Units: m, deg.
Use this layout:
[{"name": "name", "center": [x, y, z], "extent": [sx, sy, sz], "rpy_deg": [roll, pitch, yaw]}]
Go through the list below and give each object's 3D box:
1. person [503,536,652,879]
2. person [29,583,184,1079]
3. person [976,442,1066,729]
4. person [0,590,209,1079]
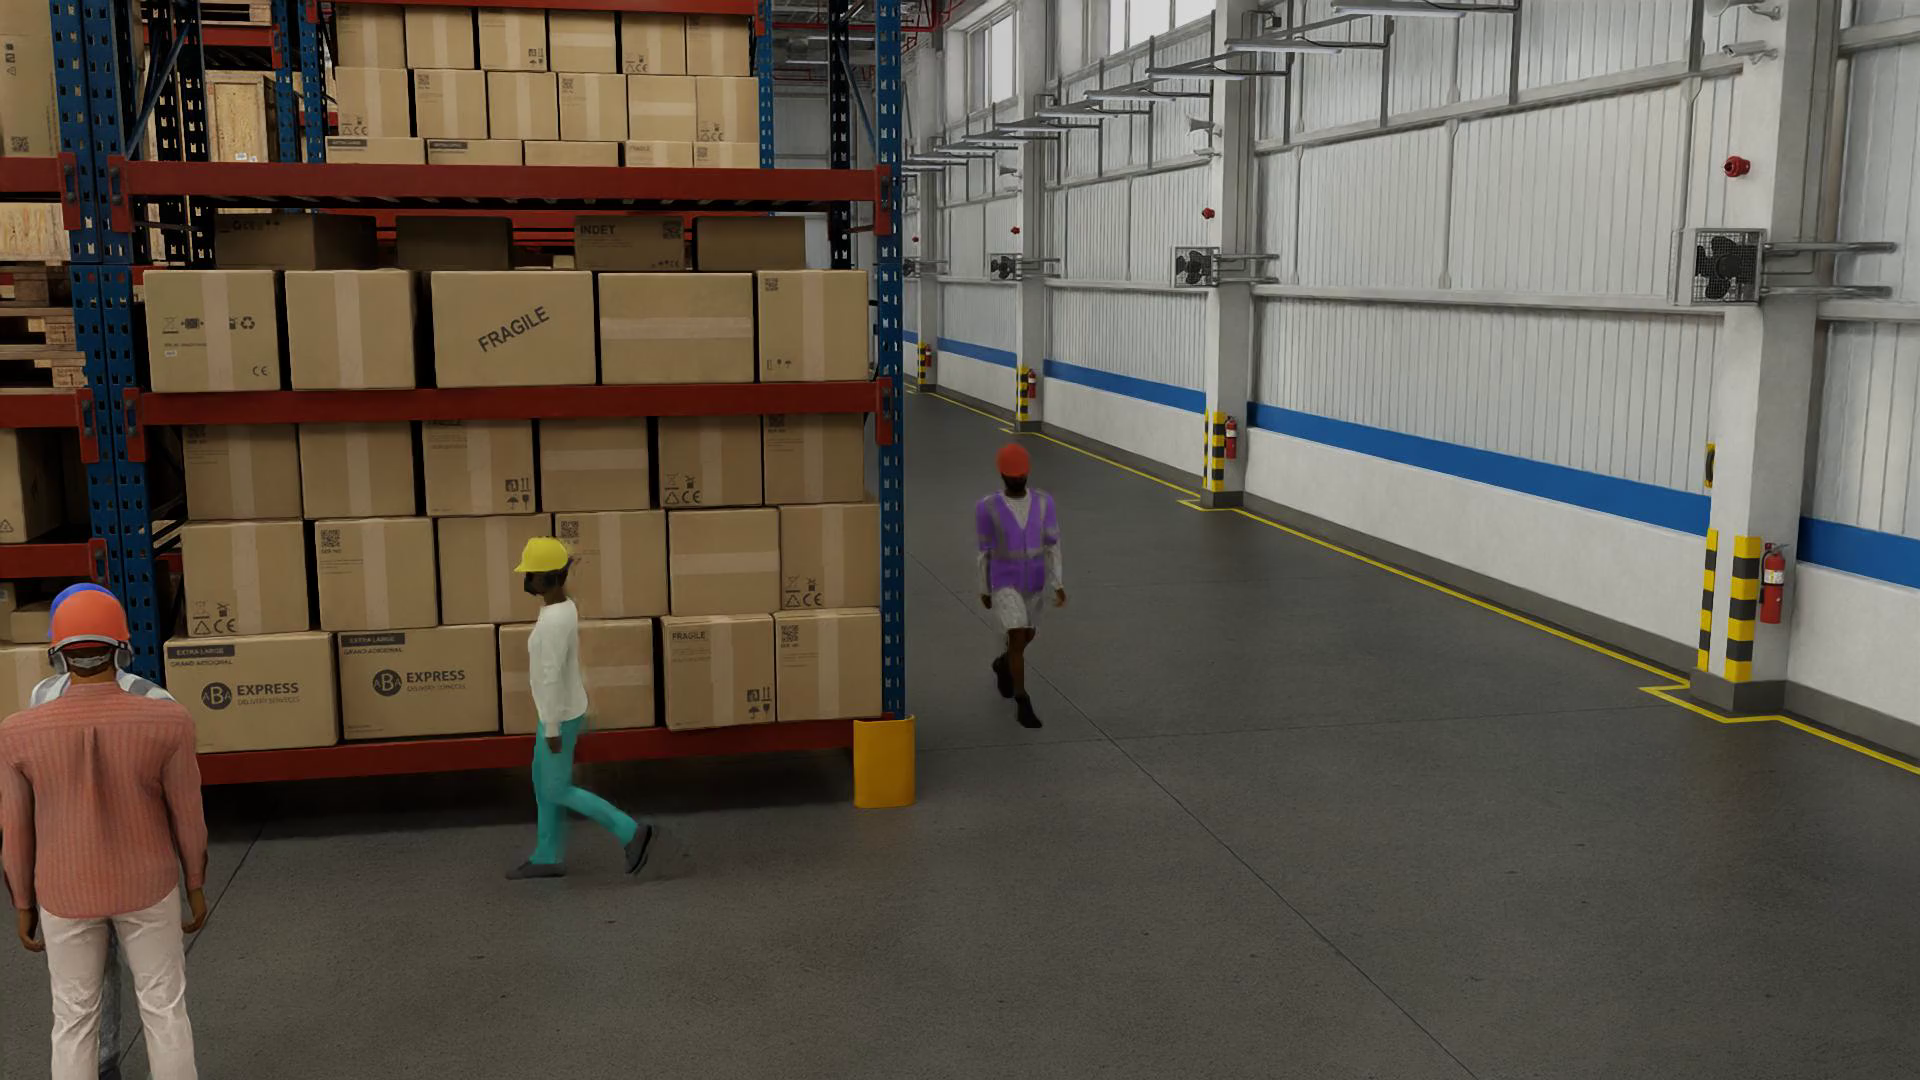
[{"name": "person", "center": [-1.906, 0.839, 8.140], "extent": [0.673, 1.748, 0.534], "rpy_deg": [-1, 9, -9]}, {"name": "person", "center": [-3.017, 1.107, 5.878], "extent": [0.613, 1.949, 0.380], "rpy_deg": [2, 10, 15]}, {"name": "person", "center": [0.361, 0.254, 11.268], "extent": [0.562, 1.897, 0.940], "rpy_deg": [-3, 10, -18]}, {"name": "person", "center": [-2.823, 1.150, 5.531], "extent": [0.610, 1.985, 0.415], "rpy_deg": [-3, 10, -20]}]
